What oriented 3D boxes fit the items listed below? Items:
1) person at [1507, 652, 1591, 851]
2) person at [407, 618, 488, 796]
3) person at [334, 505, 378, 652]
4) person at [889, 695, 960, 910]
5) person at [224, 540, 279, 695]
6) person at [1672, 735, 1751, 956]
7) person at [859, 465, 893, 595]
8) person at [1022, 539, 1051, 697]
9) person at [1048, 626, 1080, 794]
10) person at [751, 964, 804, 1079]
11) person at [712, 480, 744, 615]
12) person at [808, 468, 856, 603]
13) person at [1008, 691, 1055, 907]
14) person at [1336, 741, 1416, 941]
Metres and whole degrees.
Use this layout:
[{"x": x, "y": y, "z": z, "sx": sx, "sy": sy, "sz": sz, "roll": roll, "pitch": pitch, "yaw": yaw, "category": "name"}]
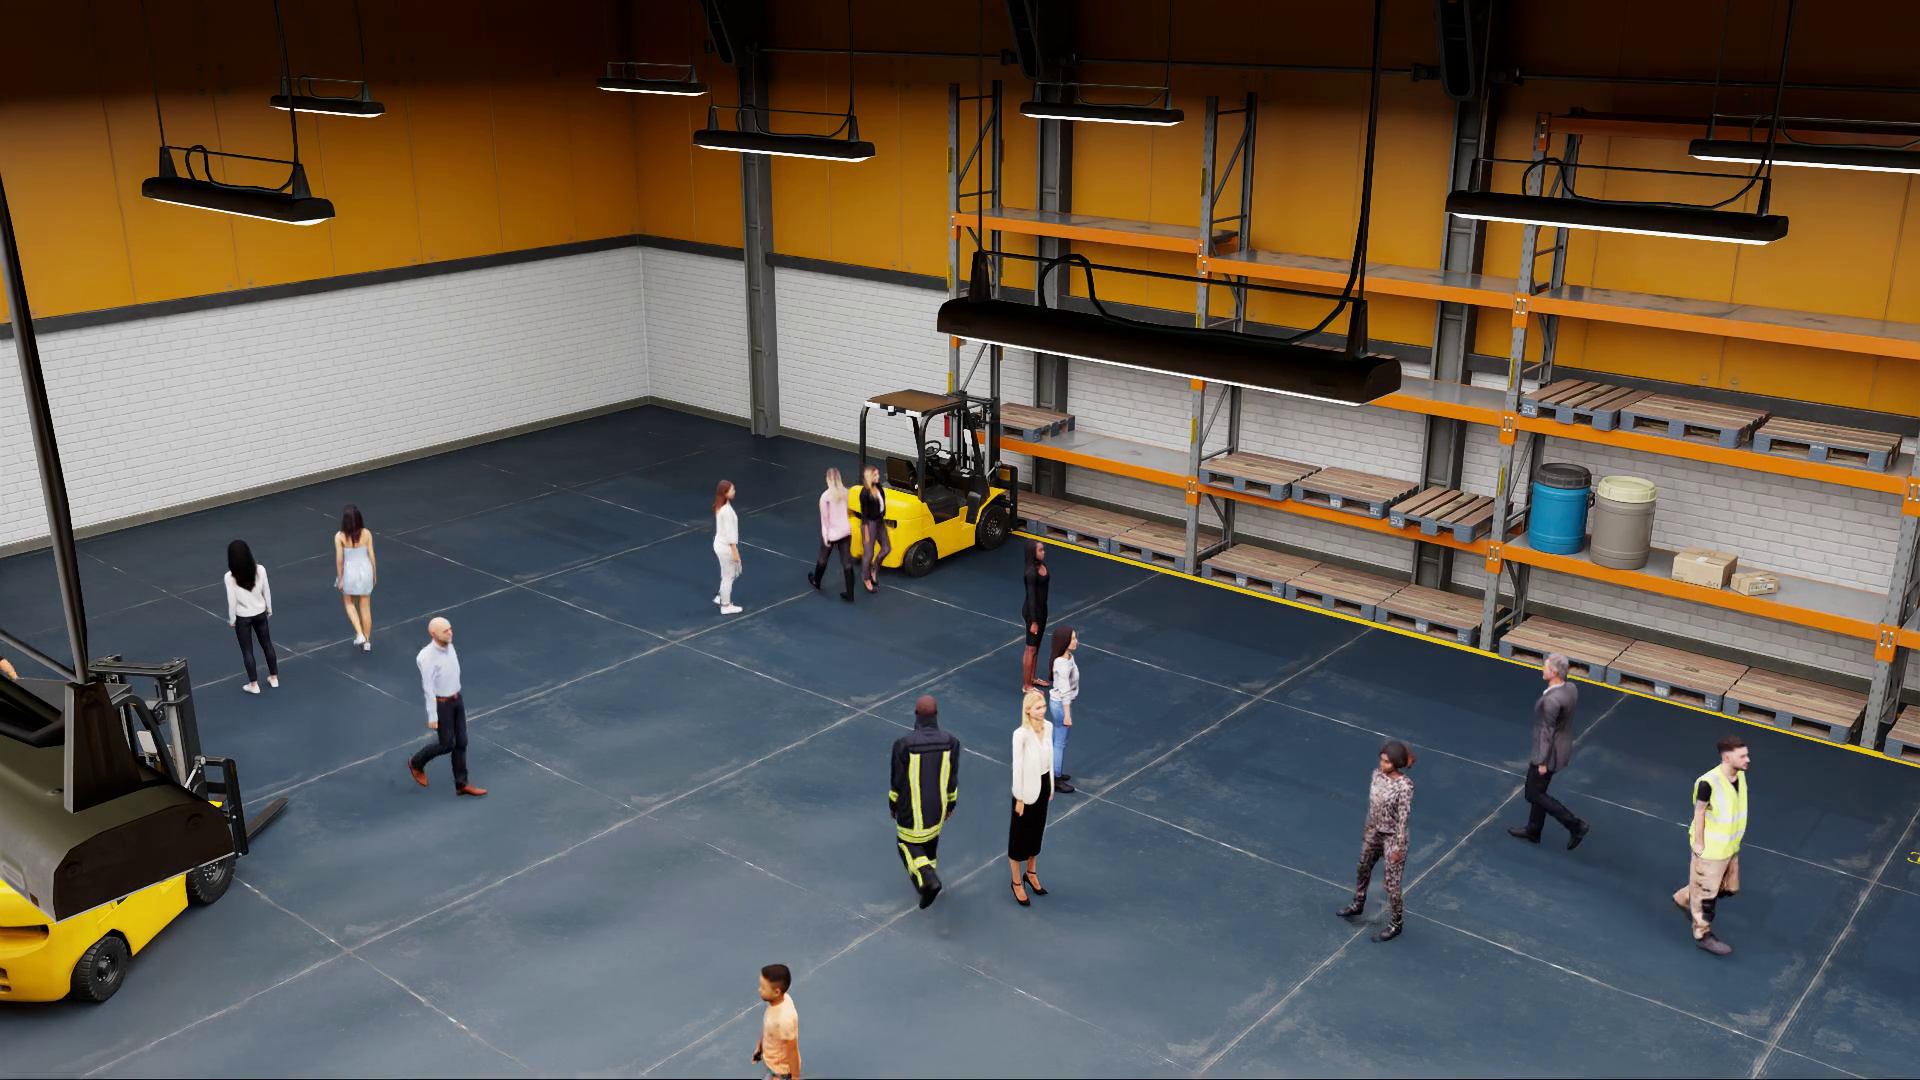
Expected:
[{"x": 5.193, "y": 1.871, "z": 14.455, "sx": 0.972, "sy": 1.816, "sz": 0.782, "roll": 13, "pitch": 23, "yaw": 34, "category": "person"}, {"x": -4.842, "y": 1.557, "z": 15.453, "sx": 1.095, "sy": 1.774, "sz": 0.895, "roll": 5, "pitch": 19, "yaw": 15, "category": "person"}, {"x": -6.803, "y": 0.449, "z": 18.819, "sx": 0.680, "sy": 1.725, "sz": 0.690, "roll": -11, "pitch": 22, "yaw": -31, "category": "person"}, {"x": -0.270, "y": 2.162, "z": 13.611, "sx": 1.012, "sy": 1.803, "sz": 1.155, "roll": -8, "pitch": 20, "yaw": -22, "category": "person"}, {"x": -7.597, "y": 0.804, "z": 17.804, "sx": 0.533, "sy": 1.700, "sz": 0.616, "roll": 16, "pitch": 24, "yaw": 39, "category": "person"}, {"x": 5.879, "y": 2.332, "z": 13.054, "sx": 0.824, "sy": 1.835, "sz": 0.926, "roll": -13, "pitch": 23, "yaw": -34, "category": "person"}, {"x": -1.160, "y": -0.142, "z": 20.677, "sx": 0.611, "sy": 1.661, "sz": 0.656, "roll": 11, "pitch": 21, "yaw": 28, "category": "person"}, {"x": 0.809, "y": 0.806, "z": 17.766, "sx": 0.641, "sy": 1.721, "sz": 0.679, "roll": 6, "pitch": 19, "yaw": 16, "category": "person"}, {"x": 0.951, "y": 1.569, "z": 15.638, "sx": 0.726, "sy": 1.632, "sz": 0.672, "roll": -1, "pitch": 19, "yaw": -3, "category": "person"}, {"x": -1.068, "y": 3.349, "z": 10.662, "sx": 0.895, "sy": 1.436, "sz": 0.926, "roll": -5, "pitch": 19, "yaw": -14, "category": "person"}, {"x": -2.868, "y": 0.098, "z": 19.936, "sx": 0.787, "sy": 1.678, "sz": 0.701, "roll": -6, "pitch": 20, "yaw": -18, "category": "person"}, {"x": -1.453, "y": -0.031, "z": 20.379, "sx": 0.780, "sy": 1.640, "sz": 1.119, "roll": -14, "pitch": 23, "yaw": -35, "category": "person"}, {"x": 0.589, "y": 2.108, "z": 13.687, "sx": 0.526, "sy": 1.858, "sz": 0.615, "roll": 16, "pitch": 25, "yaw": 40, "category": "person"}, {"x": 3.384, "y": 2.360, "z": 13.179, "sx": 0.846, "sy": 1.704, "sz": 0.675, "roll": -7, "pitch": 20, "yaw": -20, "category": "person"}]
